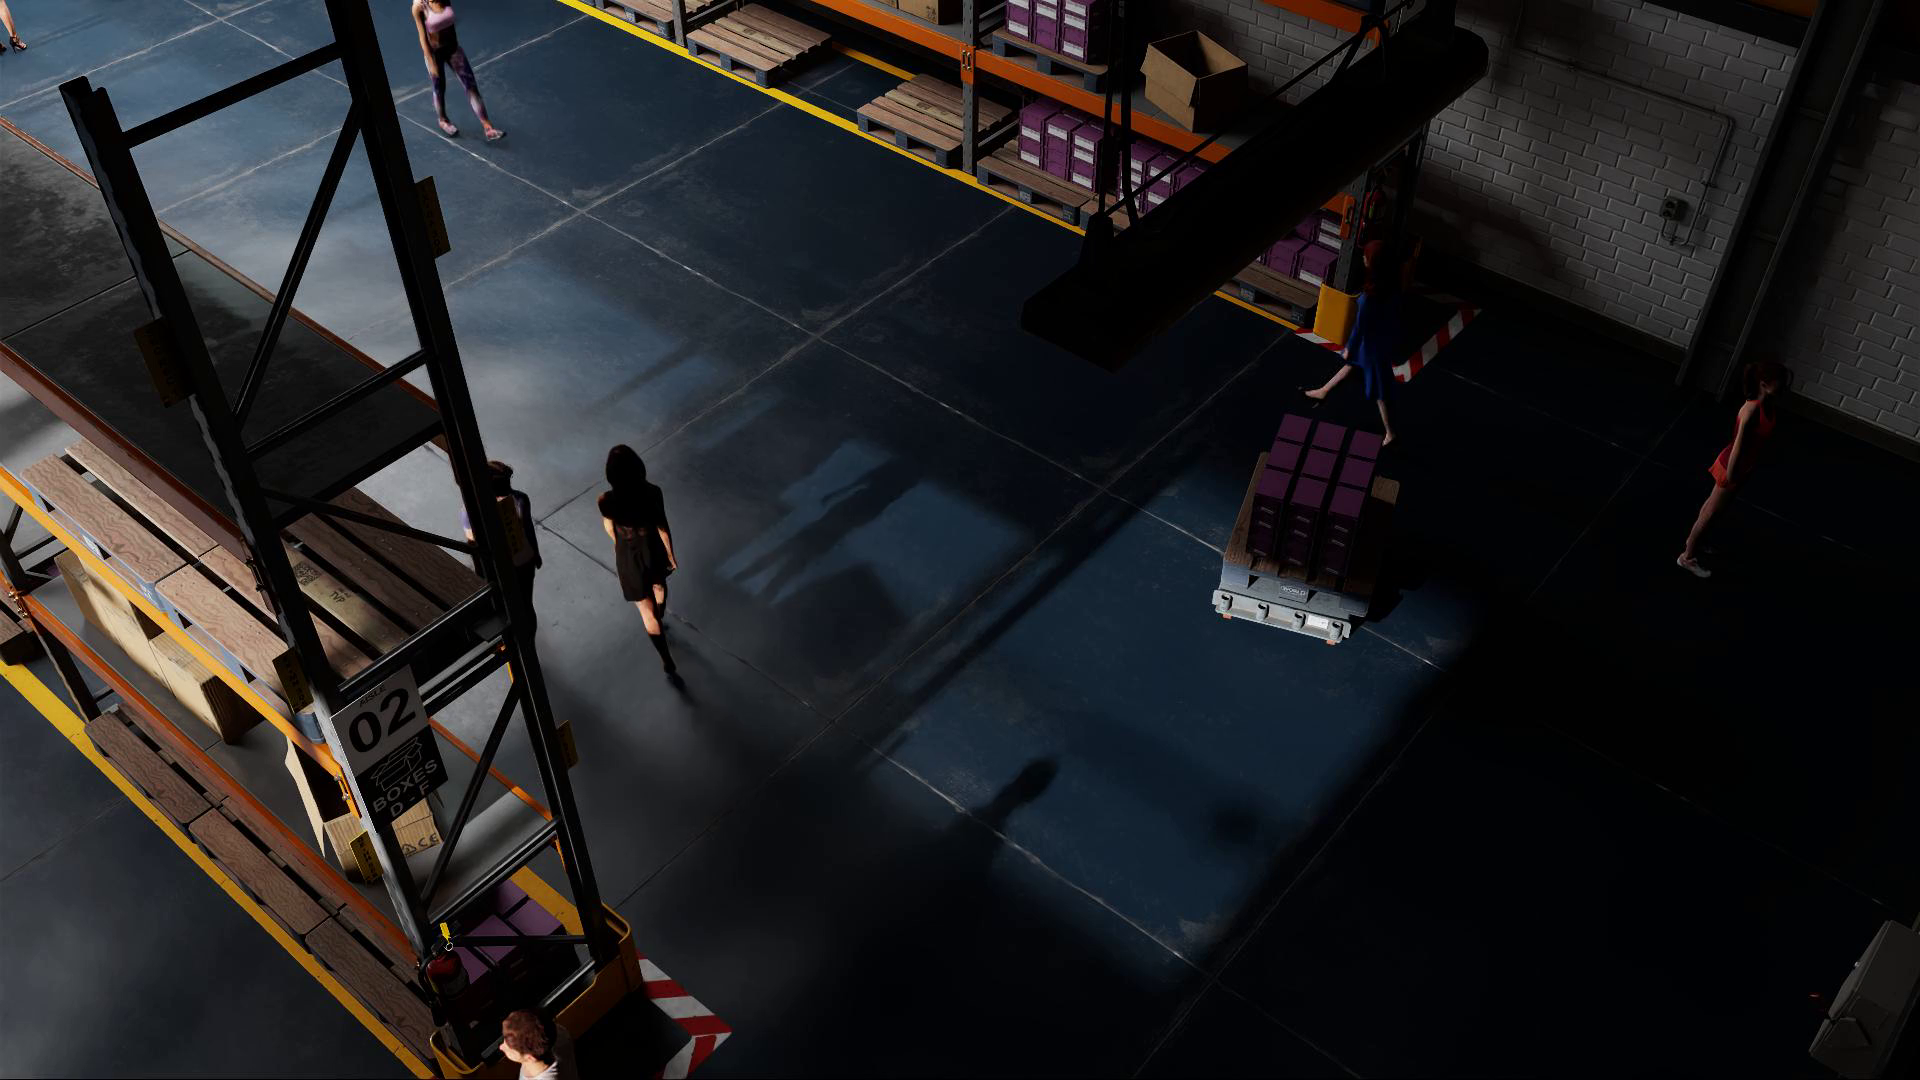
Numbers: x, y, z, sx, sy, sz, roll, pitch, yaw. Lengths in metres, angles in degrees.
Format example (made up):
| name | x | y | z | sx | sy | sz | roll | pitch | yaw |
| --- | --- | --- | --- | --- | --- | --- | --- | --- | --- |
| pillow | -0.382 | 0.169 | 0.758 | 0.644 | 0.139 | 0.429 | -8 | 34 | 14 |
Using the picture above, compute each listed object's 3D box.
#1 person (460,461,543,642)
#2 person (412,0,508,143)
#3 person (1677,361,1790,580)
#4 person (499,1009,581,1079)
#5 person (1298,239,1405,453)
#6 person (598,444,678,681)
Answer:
| name | x | y | z | sx | sy | sz | roll | pitch | yaw |
| --- | --- | --- | --- | --- | --- | --- | --- | --- | --- |
| person | -2.977 | 0.105 | 10.892 | 0.891 | 1.697 | 1.036 | -12 | 45 | -13 |
| person | -4.980 | -4.633 | 15.842 | 1.070 | 1.731 | 0.627 | 28 | 50 | 26 |
| person | 5.365 | -0.516 | 11.503 | 0.578 | 1.754 | 0.581 | 25 | 49 | 24 |
| person | -1.804 | 2.799 | 7.953 | 1.182 | 1.853 | 1.235 | -10 | 44 | -10 |
| person | 3.167 | -1.375 | 12.393 | 1.141 | 1.770 | 0.625 | 32 | 52 | 29 |
| person | -2.027 | 0.221 | 10.691 | 0.857 | 1.808 | 1.035 | -15 | 45 | -15 |
